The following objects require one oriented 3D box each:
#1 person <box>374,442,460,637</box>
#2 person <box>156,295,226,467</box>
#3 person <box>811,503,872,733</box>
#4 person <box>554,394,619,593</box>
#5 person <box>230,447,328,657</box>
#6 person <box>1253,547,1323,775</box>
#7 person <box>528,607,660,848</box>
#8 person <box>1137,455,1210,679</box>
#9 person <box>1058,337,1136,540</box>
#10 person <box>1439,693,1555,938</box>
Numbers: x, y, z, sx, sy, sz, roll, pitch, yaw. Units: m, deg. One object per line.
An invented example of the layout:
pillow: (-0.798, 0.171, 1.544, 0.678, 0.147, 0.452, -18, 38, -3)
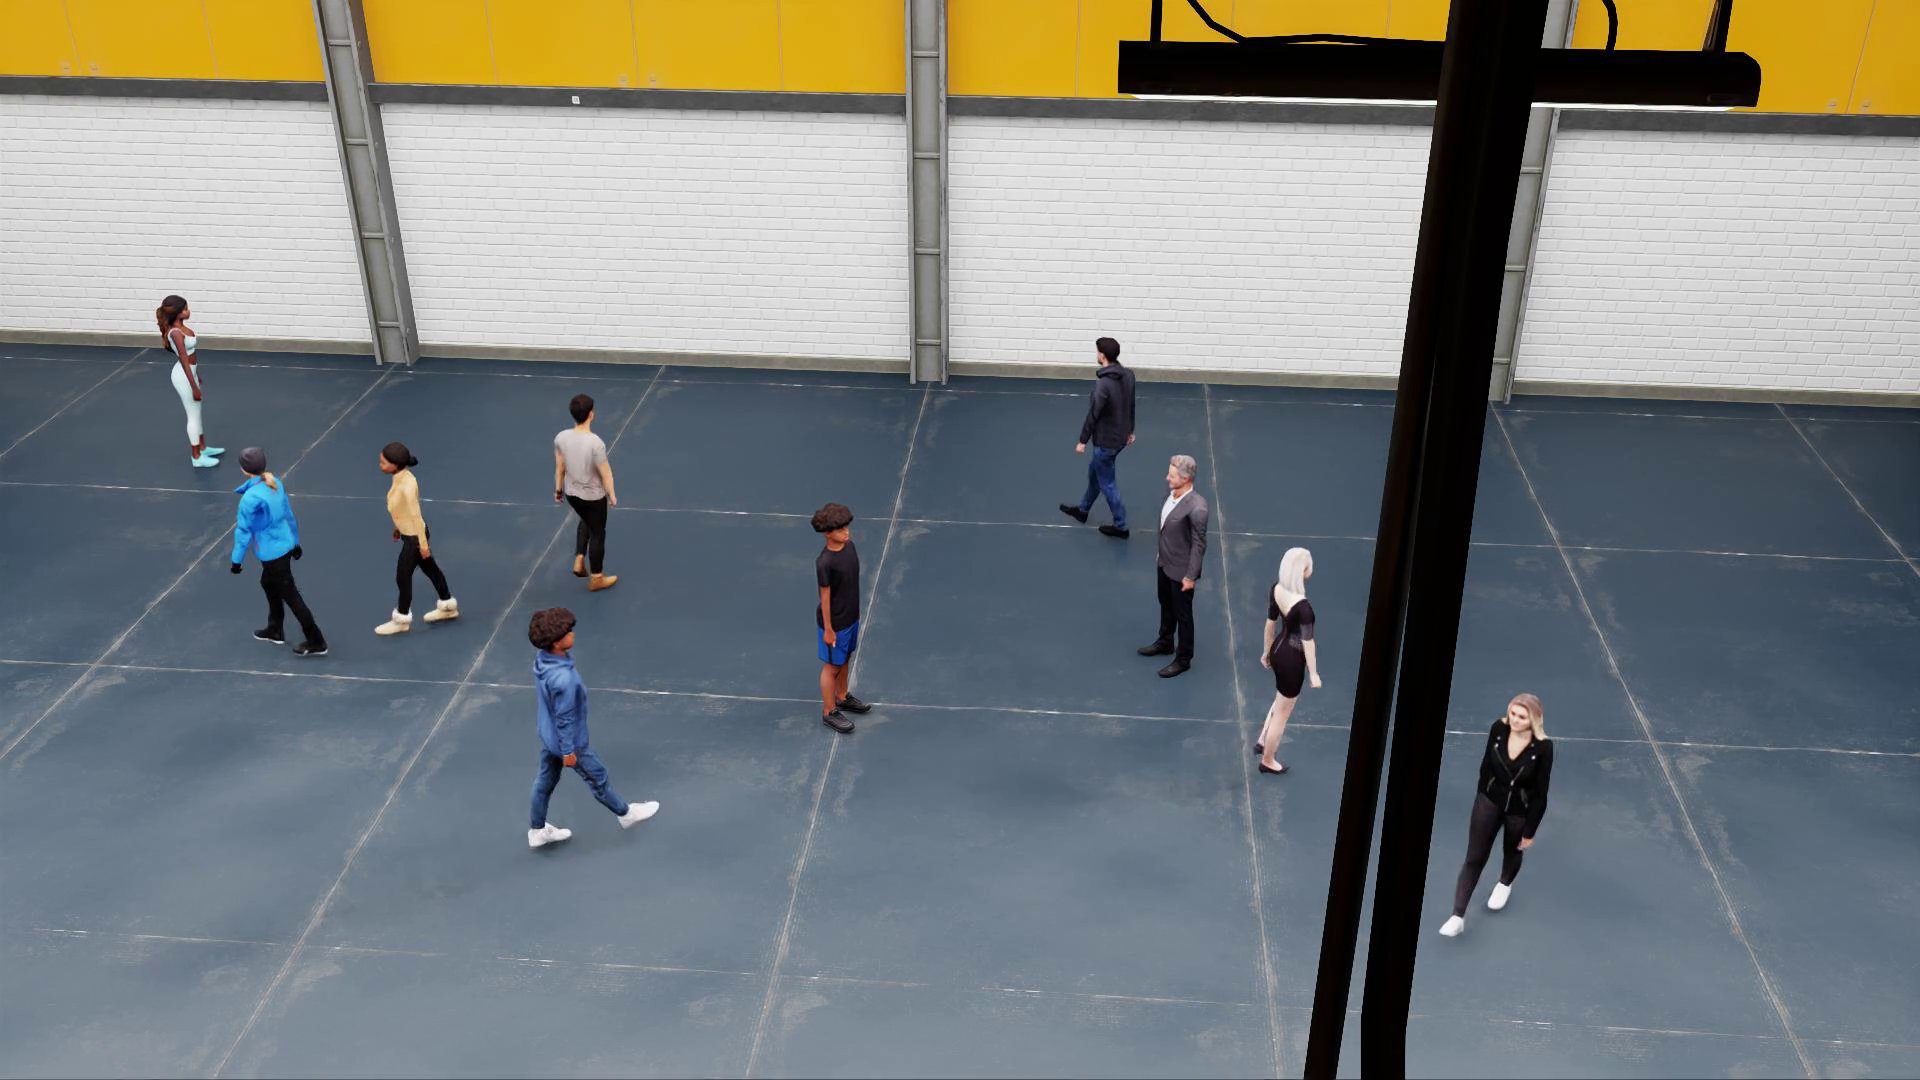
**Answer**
person: (-4.294, -0.037, 13.334, 1.029, 1.638, 0.892, -12, 31, -21)
person: (-7.433, -1.537, 15.994, 0.666, 1.724, 0.648, -11, 30, -19)
person: (-0.891, 0.538, 12.114, 0.673, 1.798, 0.685, 12, 31, 21)
person: (-3.187, -0.360, 13.866, 0.724, 1.695, 0.823, 16, 32, 27)
person: (-5.207, 0.129, 12.886, 0.908, 1.776, 0.667, 4, 29, 7)
person: (2.174, 0.886, 11.452, 0.701, 1.820, 0.686, -10, 30, -17)
person: (-2.650, 1.269, 10.807, 1.229, 1.766, 1.057, -14, 32, -24)
person: (1.667, 0.164, 12.759, 0.777, 1.836, 0.807, -10, 30, -18)
person: (1.364, -0.843, 14.593, 1.135, 1.847, 0.990, 19, 34, 31)
person: (3.428, 1.632, 10.259, 1.084, 1.653, 1.020, 19, 34, 31)
